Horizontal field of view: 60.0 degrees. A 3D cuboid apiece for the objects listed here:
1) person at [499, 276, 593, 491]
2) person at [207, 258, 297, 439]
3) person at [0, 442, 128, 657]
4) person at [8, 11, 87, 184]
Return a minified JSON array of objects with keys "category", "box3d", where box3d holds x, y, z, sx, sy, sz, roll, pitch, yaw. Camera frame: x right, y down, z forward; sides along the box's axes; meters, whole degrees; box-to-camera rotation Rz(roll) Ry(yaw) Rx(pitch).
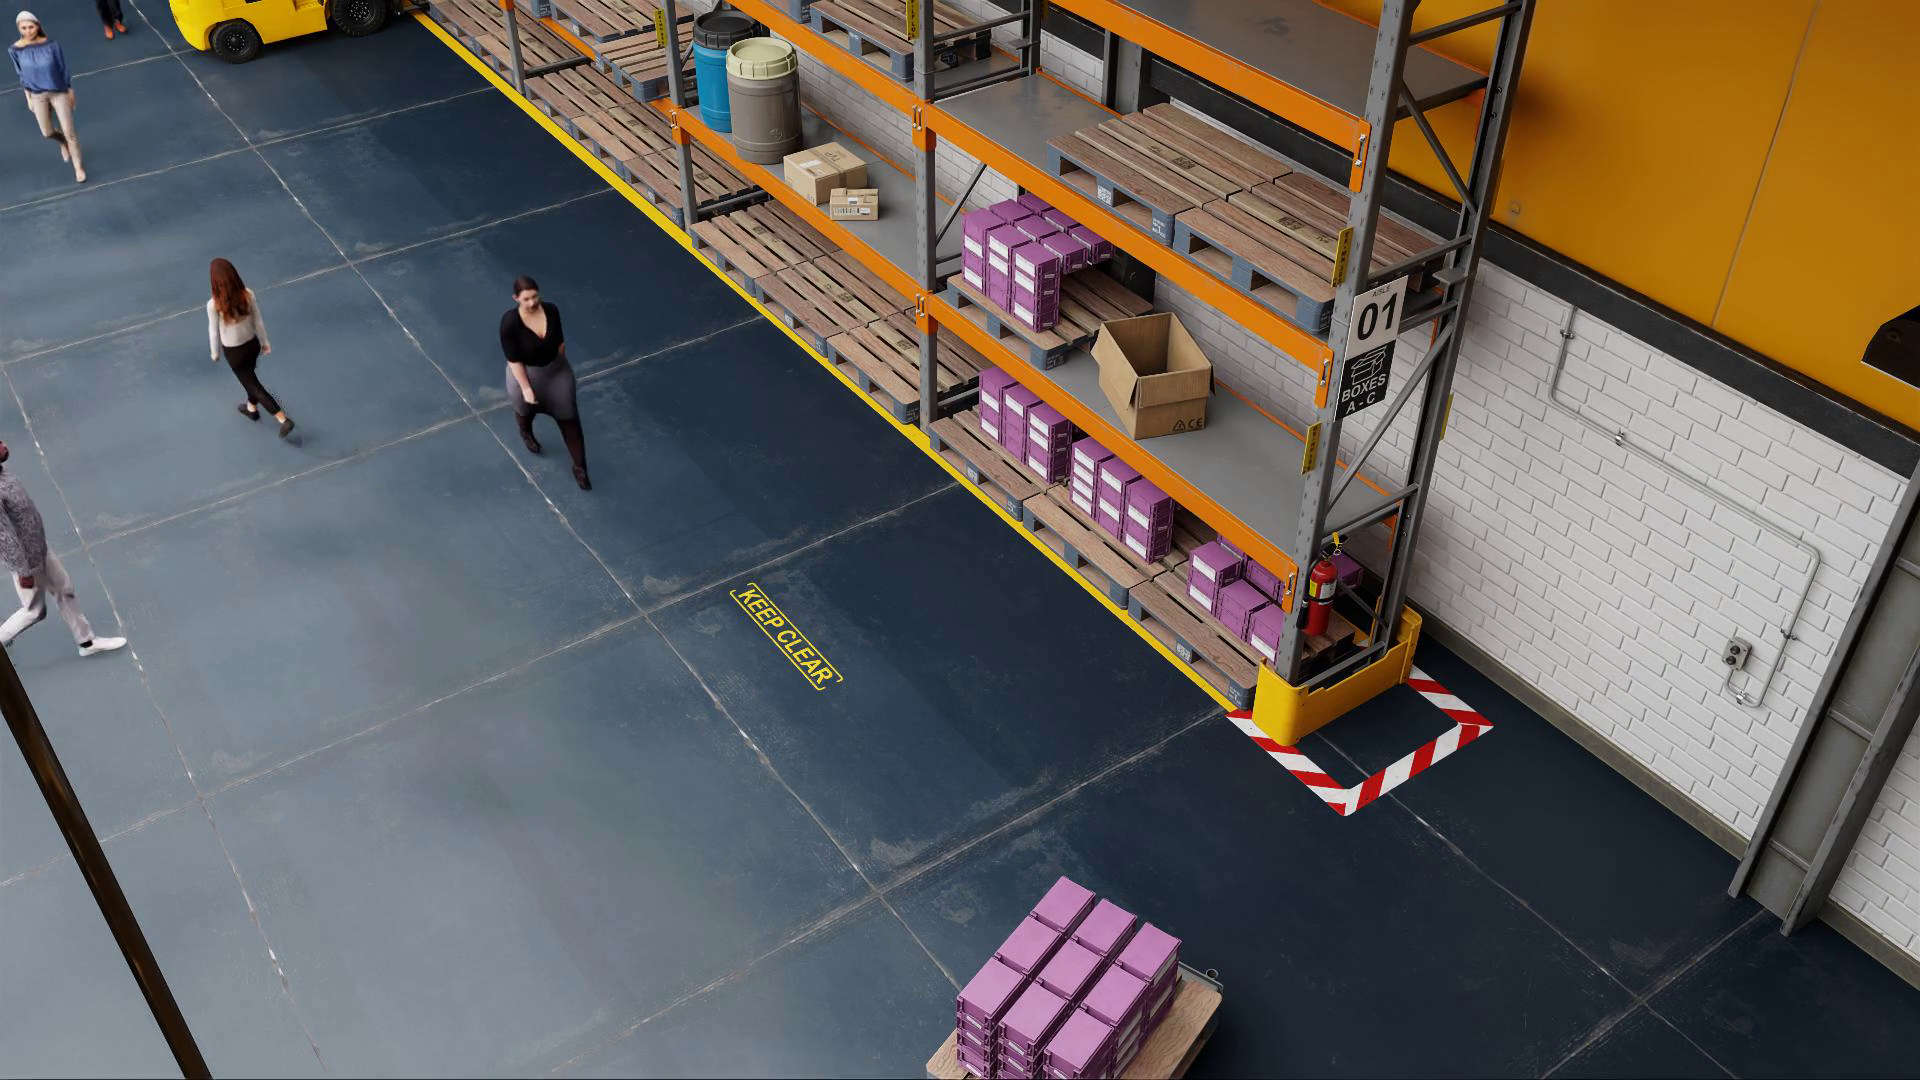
[{"category":"person","box3d":[-3.173,-1.212,12.326,0.641,1.704,1.125,-25,45,-28]},{"category":"person","box3d":[-5.482,-1.443,12.813,1.052,1.457,0.766,23,44,26]},{"category":"person","box3d":[-6.060,0.111,10.586,0.908,1.808,1.103,-14,41,-16]},{"category":"person","box3d":[-8.905,-4.370,16.293,0.743,1.687,0.878,-12,40,-14]}]
